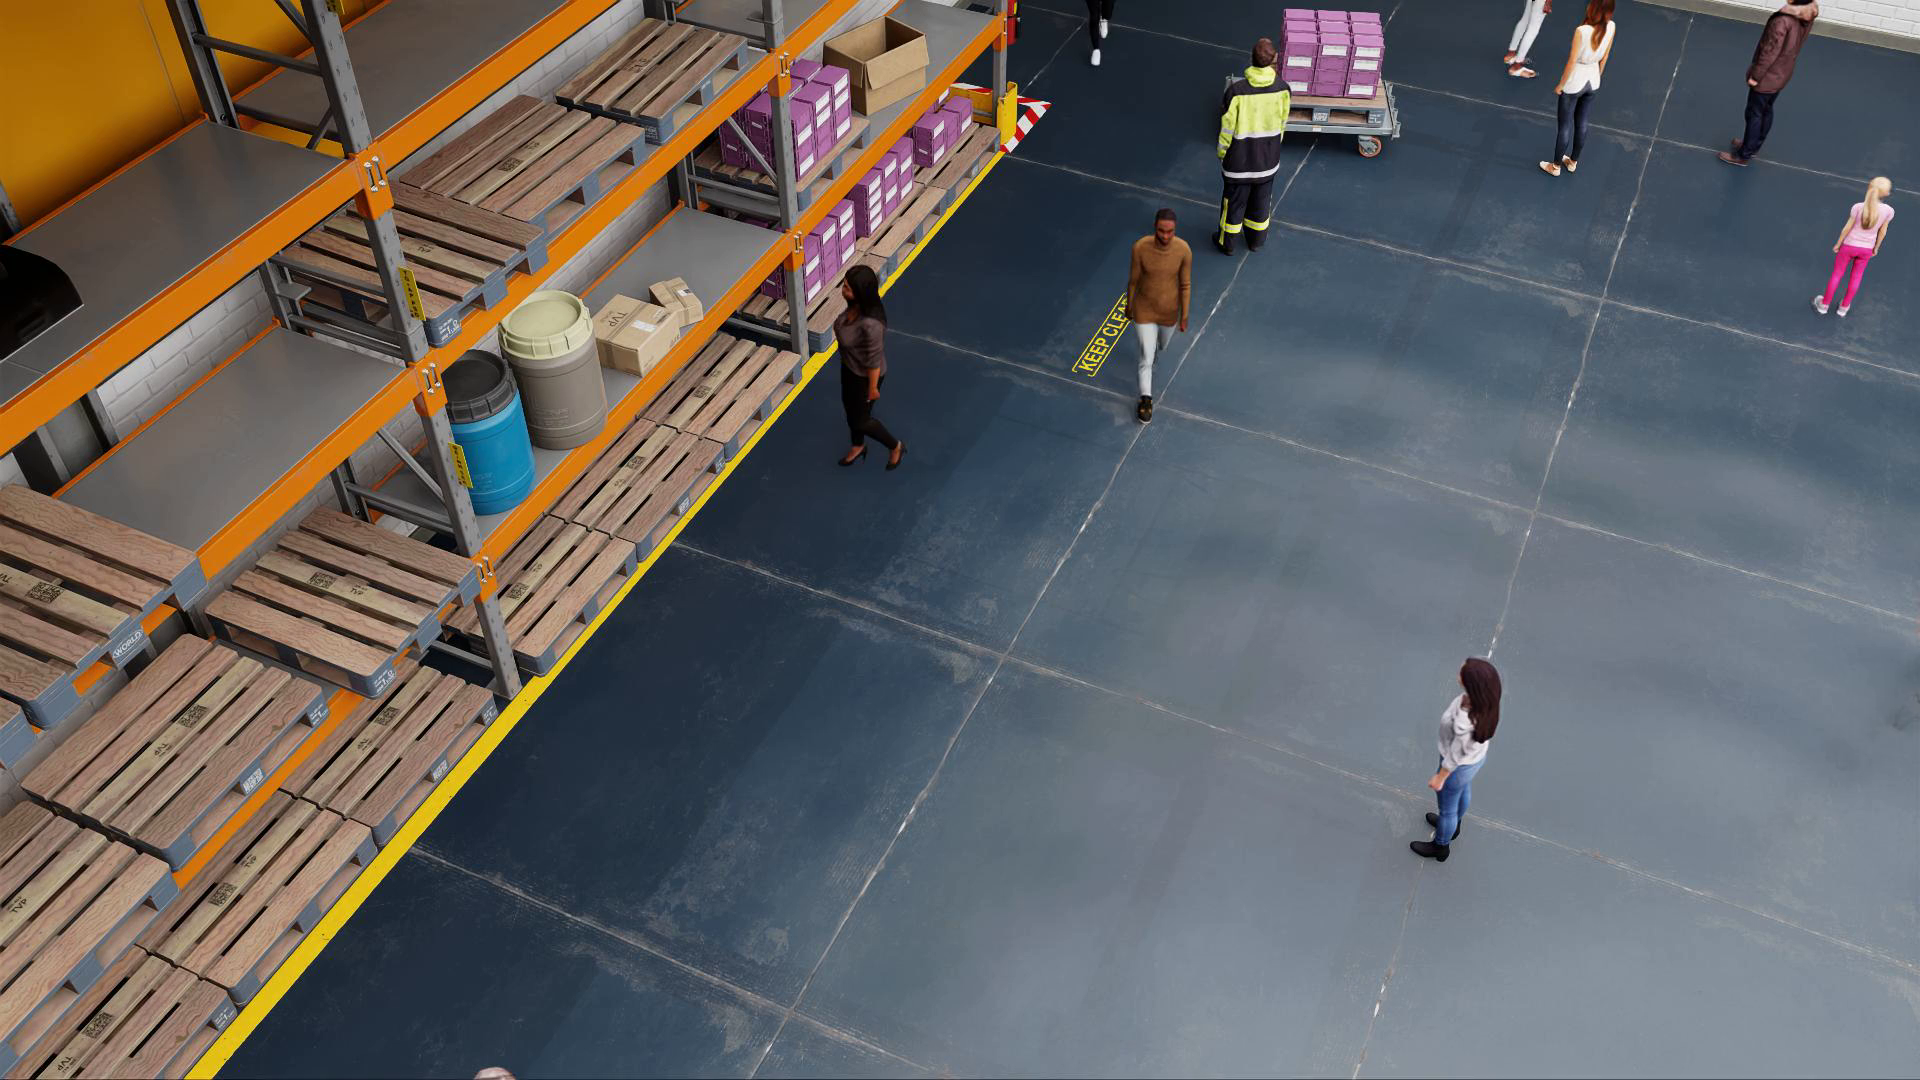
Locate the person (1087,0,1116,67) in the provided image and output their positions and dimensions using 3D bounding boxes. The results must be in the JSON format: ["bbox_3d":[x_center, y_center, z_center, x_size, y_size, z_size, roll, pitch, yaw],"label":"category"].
[{"bbox_3d":[1.435,-5.773,17.010,0.767,1.732,0.949,3,44,3],"label":"person"}]

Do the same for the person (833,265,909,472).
[{"bbox_3d":[-0.643,-1.239,12.179,0.914,1.832,0.854,-10,45,-11],"label":"person"}]

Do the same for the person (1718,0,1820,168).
[{"bbox_3d":[7.549,-4.360,15.445,0.753,1.845,0.906,-33,53,-30],"label":"person"}]

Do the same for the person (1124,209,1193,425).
[{"bbox_3d":[1.507,-1.831,12.832,0.947,1.787,1.213,1,44,2],"label":"person"}]

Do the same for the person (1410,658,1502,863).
[{"bbox_3d":[2.925,1.282,9.678,0.698,1.631,0.512,27,50,25],"label":"person"}]

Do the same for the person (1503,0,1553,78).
[{"bbox_3d":[5.849,-5.547,16.781,0.797,1.721,0.624,-2,44,-2],"label":"person"}]

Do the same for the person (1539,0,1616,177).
[{"bbox_3d":[5.723,-4.191,15.311,0.664,1.785,0.714,-12,45,-12],"label":"person"}]

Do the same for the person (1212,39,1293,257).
[{"bbox_3d":[2.500,-3.372,14.309,0.867,1.983,0.893,-9,44,-9],"label":"person"}]

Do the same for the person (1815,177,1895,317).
[{"bbox_3d":[7.486,-2.453,13.860,0.509,1.271,0.521,12,45,12],"label":"person"}]
